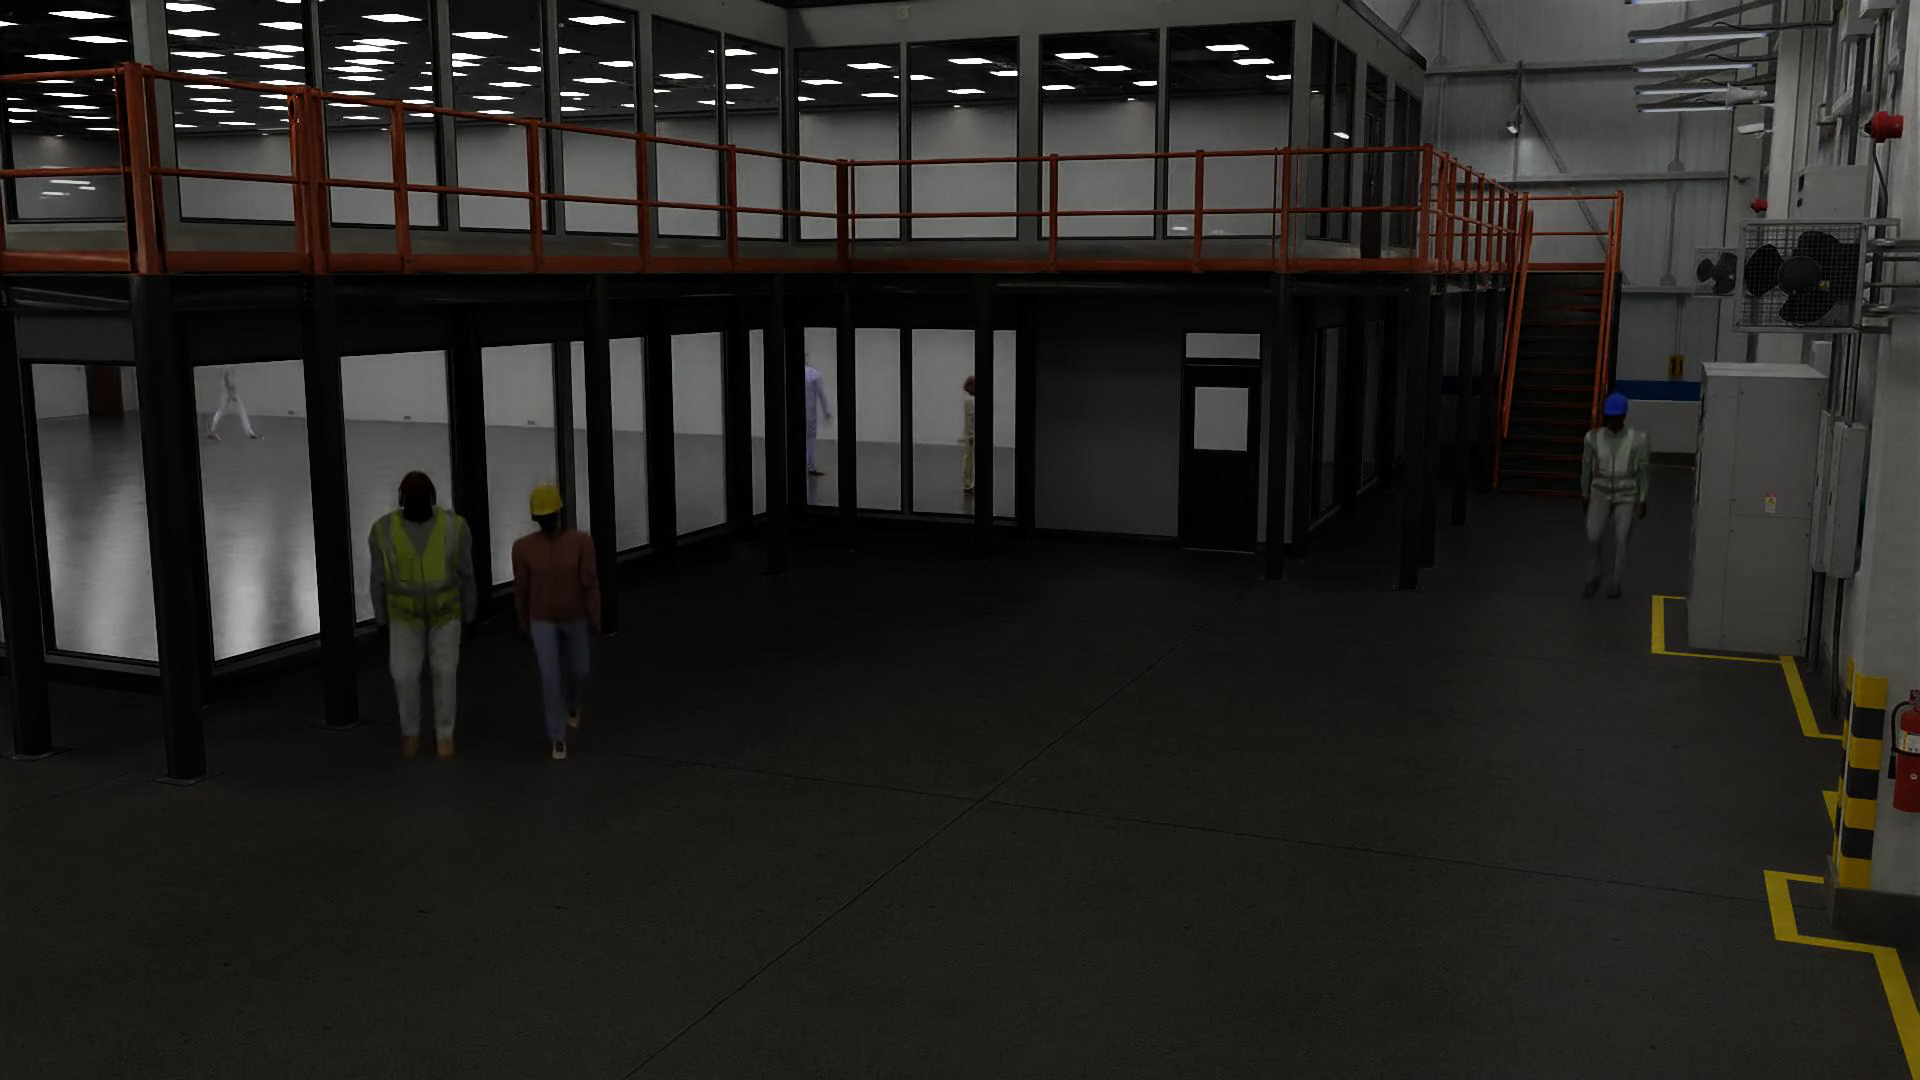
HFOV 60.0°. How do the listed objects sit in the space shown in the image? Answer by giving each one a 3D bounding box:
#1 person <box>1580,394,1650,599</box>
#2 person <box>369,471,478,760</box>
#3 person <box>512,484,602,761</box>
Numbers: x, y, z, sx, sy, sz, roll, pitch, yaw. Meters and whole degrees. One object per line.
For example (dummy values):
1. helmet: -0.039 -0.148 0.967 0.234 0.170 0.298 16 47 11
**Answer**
1. person: 6.056 -0.390 15.408 0.625 1.924 0.634 5 10 27
2. person: -3.330 0.480 10.372 0.634 1.827 0.453 -3 10 -19
3. person: -2.554 0.486 10.556 0.534 1.741 0.578 -3 10 -16
